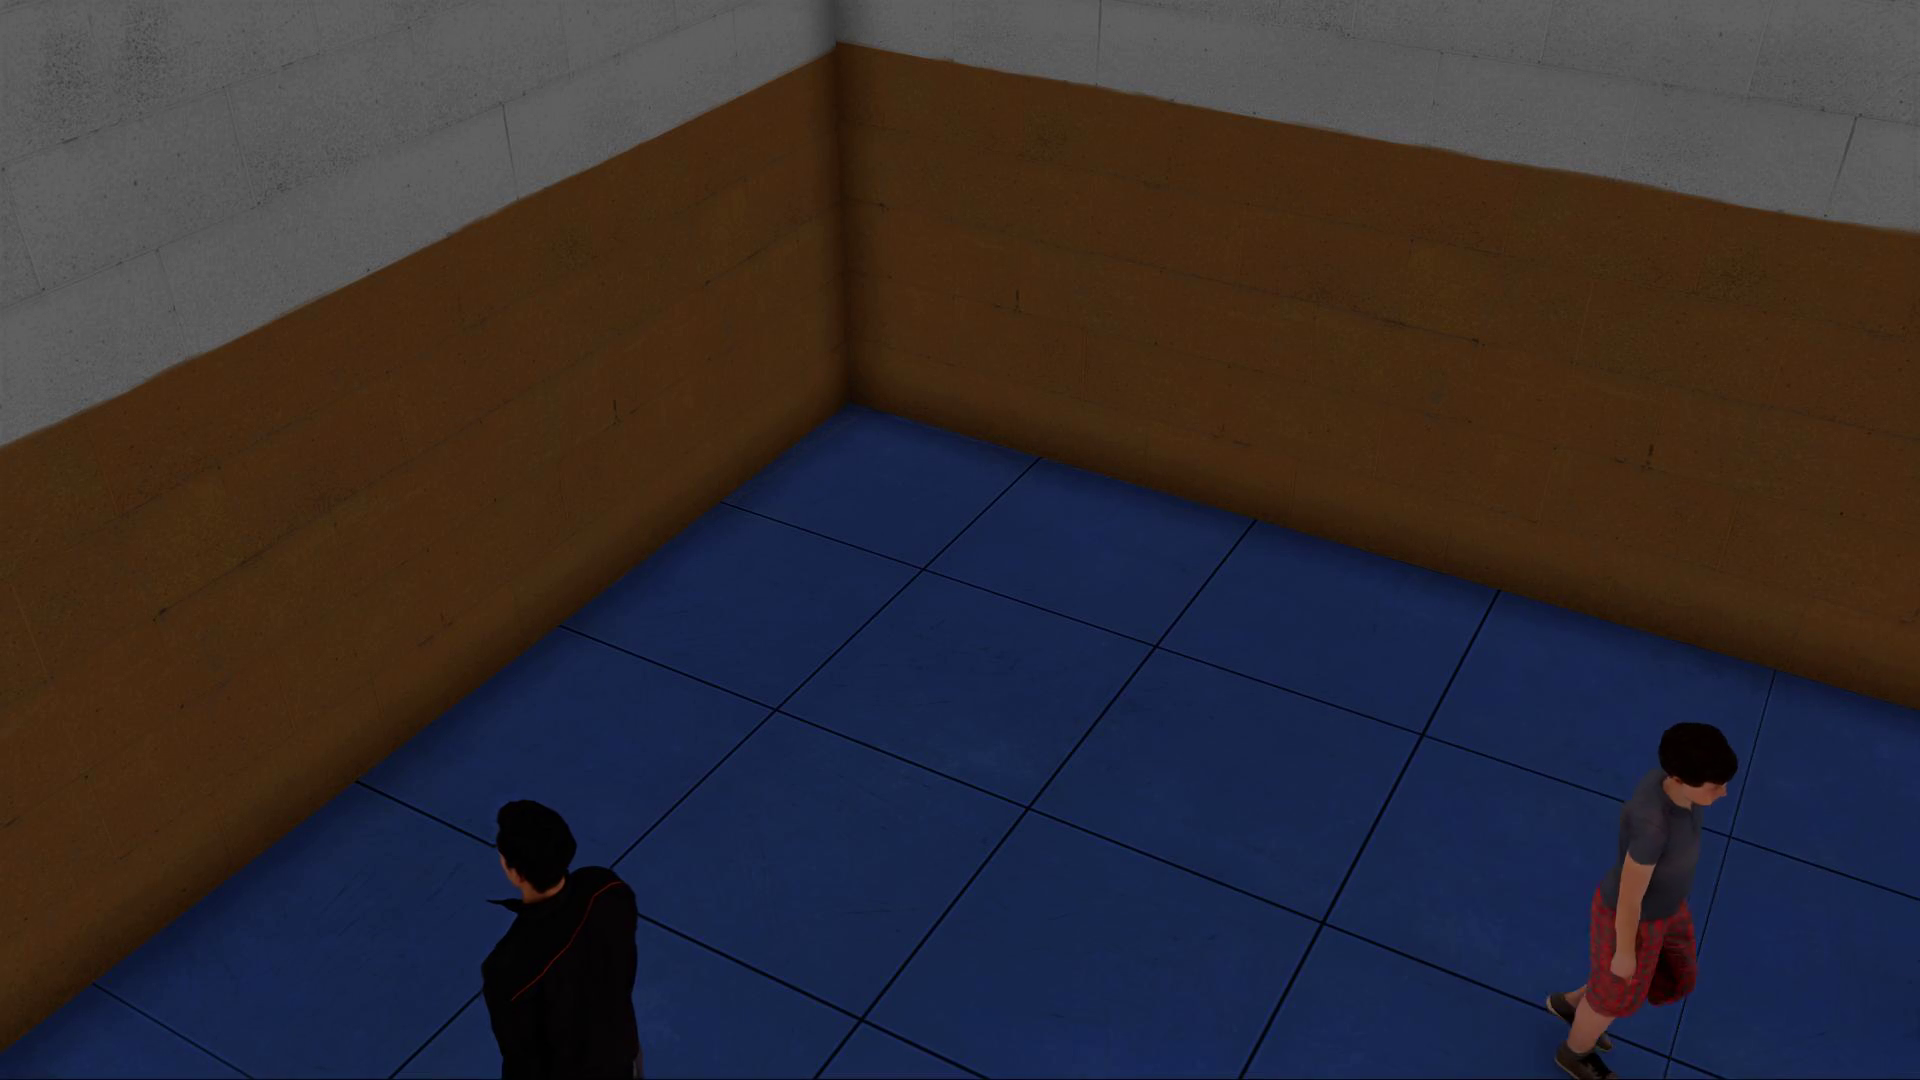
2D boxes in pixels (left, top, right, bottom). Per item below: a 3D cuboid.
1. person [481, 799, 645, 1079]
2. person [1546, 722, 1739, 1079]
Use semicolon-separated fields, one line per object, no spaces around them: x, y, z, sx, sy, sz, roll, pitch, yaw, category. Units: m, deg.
-1.121;1.521;4.912;0.757;1.946;0.519;16;37;23;person
2.218;1.220;5.634;0.734;1.634;0.667;26;42;34;person
